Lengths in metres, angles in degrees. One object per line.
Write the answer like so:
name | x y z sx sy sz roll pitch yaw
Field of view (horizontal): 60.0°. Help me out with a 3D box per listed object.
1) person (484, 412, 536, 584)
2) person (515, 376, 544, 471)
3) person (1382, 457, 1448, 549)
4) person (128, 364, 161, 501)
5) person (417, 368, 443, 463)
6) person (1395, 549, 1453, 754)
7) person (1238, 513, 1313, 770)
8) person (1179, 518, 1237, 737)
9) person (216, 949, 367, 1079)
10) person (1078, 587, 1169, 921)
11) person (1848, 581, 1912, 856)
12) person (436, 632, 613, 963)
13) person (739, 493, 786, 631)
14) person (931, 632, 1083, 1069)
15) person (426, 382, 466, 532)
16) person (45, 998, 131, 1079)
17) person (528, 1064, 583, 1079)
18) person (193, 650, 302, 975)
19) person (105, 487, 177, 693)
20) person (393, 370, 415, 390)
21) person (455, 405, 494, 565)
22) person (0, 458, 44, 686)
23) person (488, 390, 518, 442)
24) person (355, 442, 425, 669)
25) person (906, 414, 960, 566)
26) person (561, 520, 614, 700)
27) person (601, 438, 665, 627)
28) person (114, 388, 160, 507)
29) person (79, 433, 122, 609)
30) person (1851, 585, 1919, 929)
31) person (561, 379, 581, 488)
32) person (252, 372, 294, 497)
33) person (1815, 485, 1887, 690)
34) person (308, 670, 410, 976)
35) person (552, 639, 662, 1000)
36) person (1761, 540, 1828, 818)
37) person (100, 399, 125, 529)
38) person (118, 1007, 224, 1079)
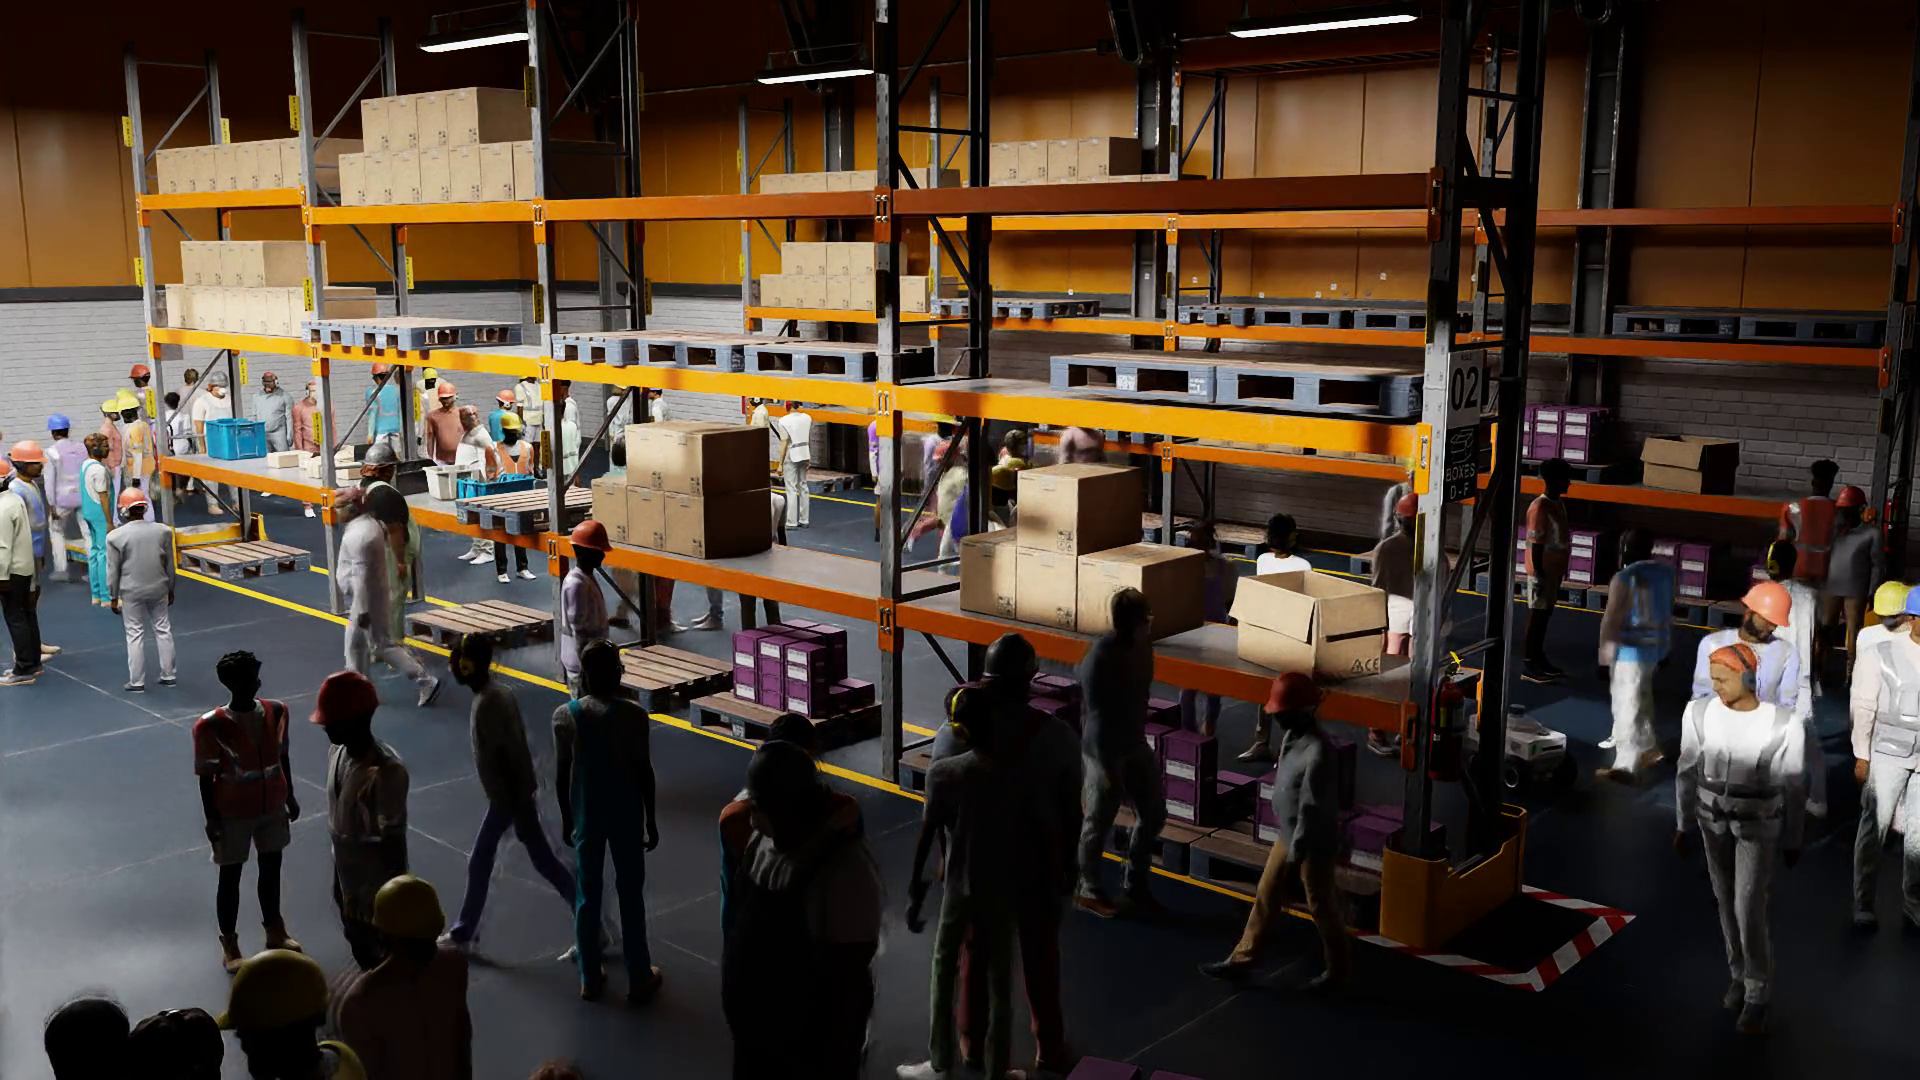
person | -5.046 -0.485 18.753 0.585 1.928 0.369 -9 13 -40
person | -7.259 -2.019 27.992 0.489 1.730 0.324 2 10 14
person | 4.372 0.082 15.848 0.618 1.809 0.697 -2 10 -10
person | -12.087 -1.589 24.715 0.418 2.034 0.604 2 10 13
person | -8.050 -1.666 25.433 0.388 1.926 0.590 8 13 39
person | 3.456 0.677 12.315 0.359 1.882 0.575 2 10 11
person | 2.299 0.726 12.070 0.328 1.872 0.508 -10 14 -43
person | 1.770 0.721 12.194 0.530 1.831 0.537 3 10 16
person | -1.766 2.035 4.556 0.407 1.917 0.584 -2 10 -13
person | 0.924 1.208 9.220 0.660 1.919 0.643 9 14 43
person | 5.823 1.097 10.342 0.518 1.722 0.546 -6 12 -31
person | -2.349 1.359 8.766 1.045 1.789 0.521 1 10 4
person | -1.833 0.213 15.032 0.571 1.845 0.376 -5 11 -28
person | 0.224 1.417 7.679 0.685 2.000 0.535 1 10 5
person | -6.730 -1.091 21.987 0.621 1.992 0.397 -1 10 -5
person | -2.216 2.068 4.401 0.633 1.895 0.434 -5 11 -27
person | -1.079 2.183 4.607 0.509 1.608 0.761 -1 10 -7
person | -3.723 1.404 8.723 0.316 1.695 0.541 7 12 36
person | -6.967 0.418 14.158 0.349 1.745 0.565 9 14 42
person | -9.823 -2.188 29.296 0.519 1.615 0.648 -3 11 -17
person | -5.802 -0.663 19.837 0.406 1.903 0.639 -7 12 -33
person | -8.214 0.265 14.357 0.407 1.986 0.617 -3 11 -17
person | -6.476 -1.273 23.753 0.576 1.737 0.354 9 13 40
person | -5.132 0.127 14.971 0.682 2.000 0.537 9 14 42
person | -0.303 -0.656 19.802 0.782 1.897 0.591 5 11 26
person | -2.526 0.821 11.361 0.375 1.931 0.542 -1 10 -8
person | -3.207 -0.035 16.276 0.810 1.913 0.635 6 11 29
person | -12.001 -1.341 24.130 0.487 1.723 0.499 -3 11 -19
person | -8.976 -0.204 17.395 0.518 1.844 0.332 10 14 43
person | 5.252 1.196 9.196 0.605 1.947 0.384 1 10 7
person | -5.604 -1.380 23.748 0.380 1.960 0.609 -3 10 -16
person | -10.362 -1.591 25.100 0.643 1.900 0.401 1 10 7
person | 7.576 0.400 14.238 0.340 1.752 0.564 -8 13 -37
person | -2.663 1.518 7.431 0.544 1.930 0.388 9 14 42
person | -1.763 1.403 8.329 0.506 1.839 0.343 1 10 5
person | 5.544 0.909 11.240 0.509 1.795 0.903 -2 10 -14
person | -11.220 -0.988 22.085 0.330 1.760 0.517 -4 11 -20
person | -2.001 2.102 4.368 0.633 1.843 0.429 6 12 32
